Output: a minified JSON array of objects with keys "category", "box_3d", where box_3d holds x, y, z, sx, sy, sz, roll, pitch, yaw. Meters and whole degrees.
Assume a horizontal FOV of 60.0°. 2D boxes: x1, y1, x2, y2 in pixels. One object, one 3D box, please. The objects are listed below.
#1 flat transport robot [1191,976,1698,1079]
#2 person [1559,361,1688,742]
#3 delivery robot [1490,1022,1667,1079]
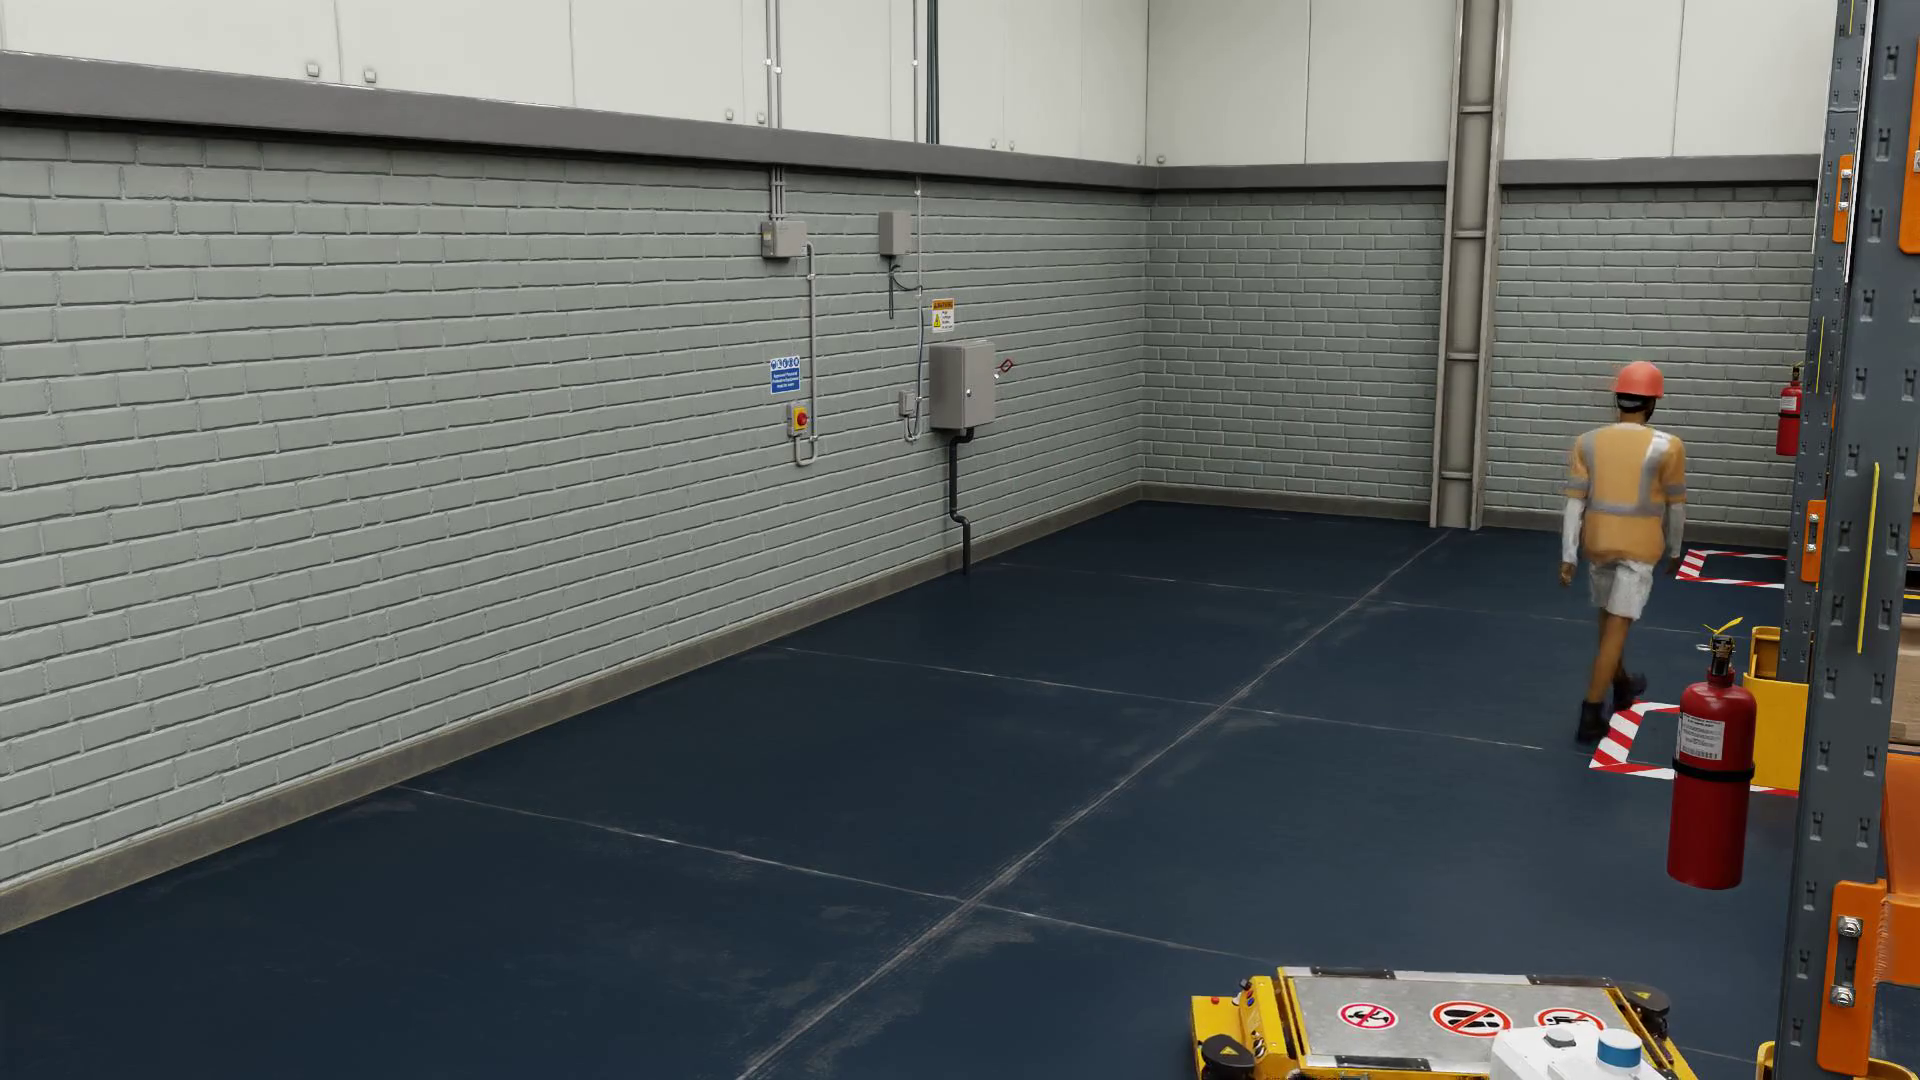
[{"category":"flat transport robot","box_3d":[1.419,1.499,4.898,1.431,0.197,0.652,1,10,5]},{"category":"person","box_3d":[3.397,0.039,8.473,0.973,1.877,0.541,-10,14,-43]},{"category":"delivery robot","box_3d":[1.616,1.454,4.112,0.477,0.478,0.707,-2,11,-11]}]
